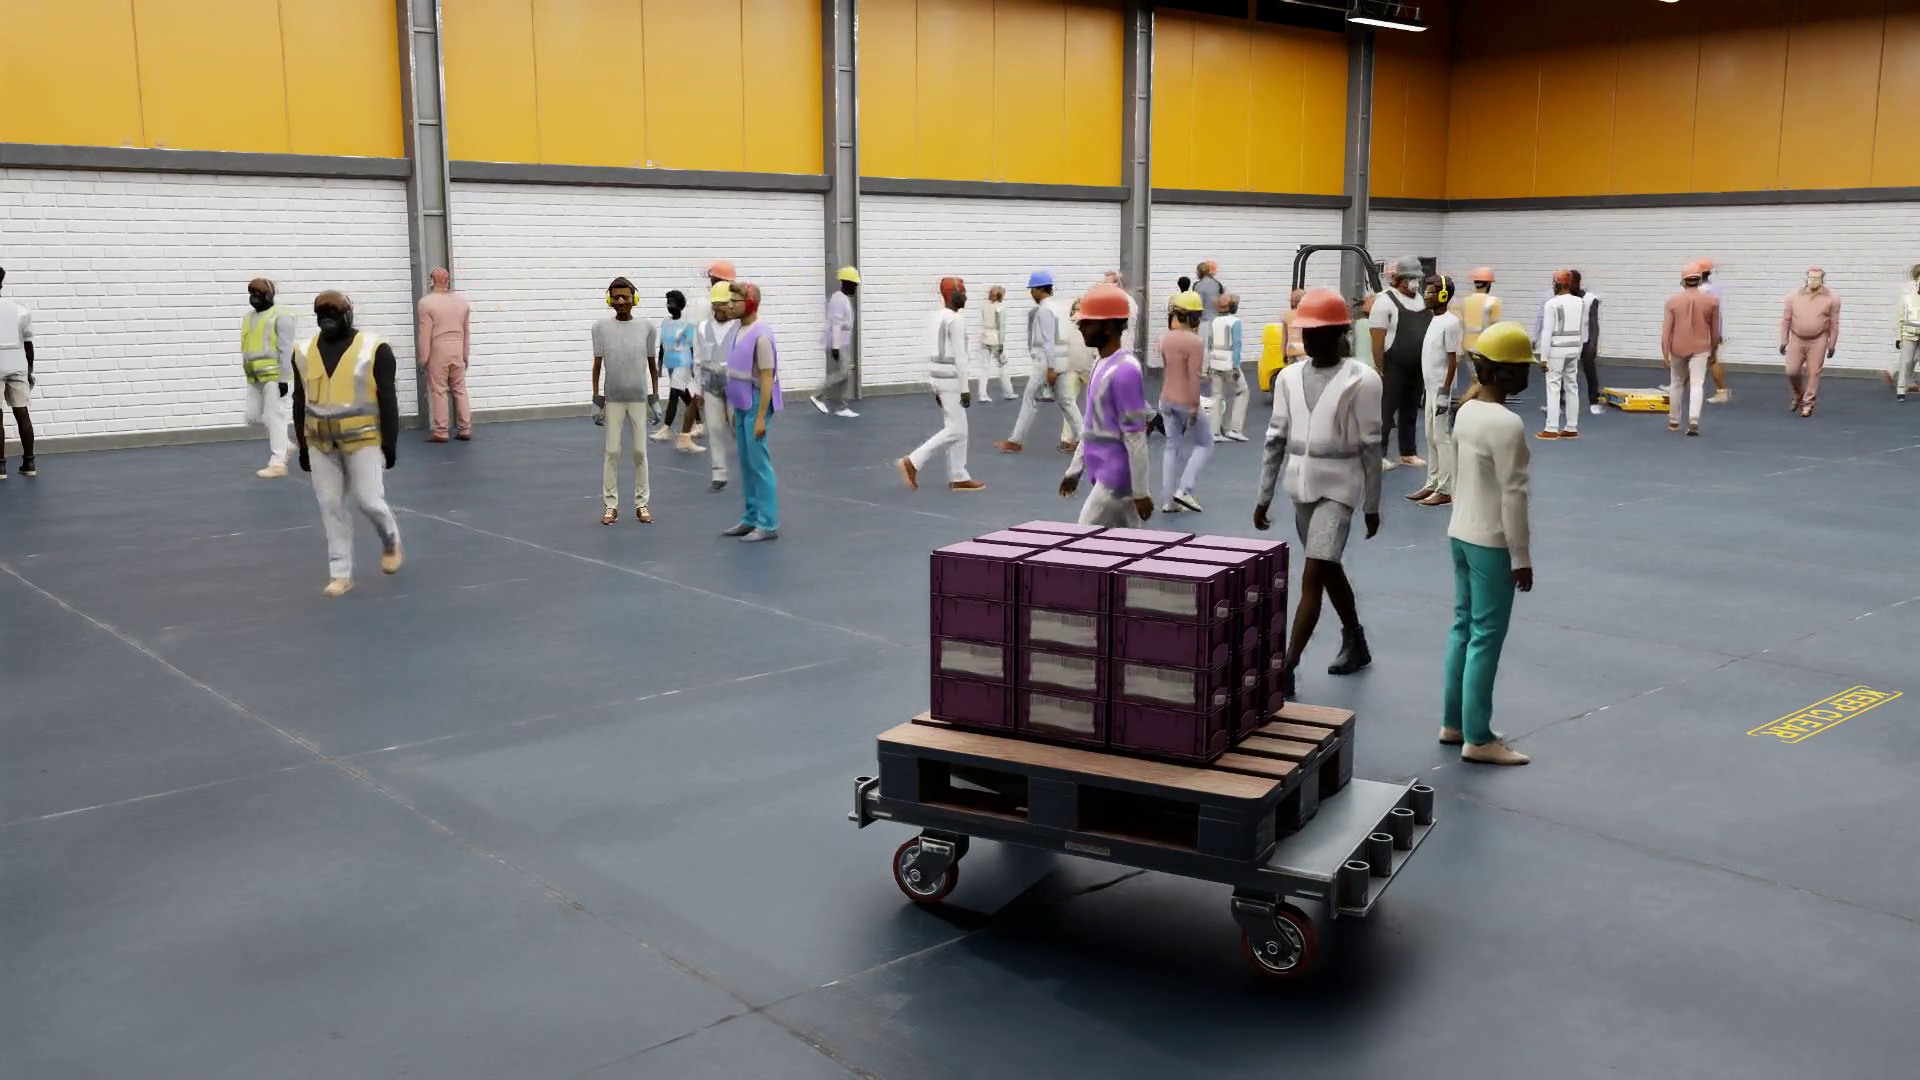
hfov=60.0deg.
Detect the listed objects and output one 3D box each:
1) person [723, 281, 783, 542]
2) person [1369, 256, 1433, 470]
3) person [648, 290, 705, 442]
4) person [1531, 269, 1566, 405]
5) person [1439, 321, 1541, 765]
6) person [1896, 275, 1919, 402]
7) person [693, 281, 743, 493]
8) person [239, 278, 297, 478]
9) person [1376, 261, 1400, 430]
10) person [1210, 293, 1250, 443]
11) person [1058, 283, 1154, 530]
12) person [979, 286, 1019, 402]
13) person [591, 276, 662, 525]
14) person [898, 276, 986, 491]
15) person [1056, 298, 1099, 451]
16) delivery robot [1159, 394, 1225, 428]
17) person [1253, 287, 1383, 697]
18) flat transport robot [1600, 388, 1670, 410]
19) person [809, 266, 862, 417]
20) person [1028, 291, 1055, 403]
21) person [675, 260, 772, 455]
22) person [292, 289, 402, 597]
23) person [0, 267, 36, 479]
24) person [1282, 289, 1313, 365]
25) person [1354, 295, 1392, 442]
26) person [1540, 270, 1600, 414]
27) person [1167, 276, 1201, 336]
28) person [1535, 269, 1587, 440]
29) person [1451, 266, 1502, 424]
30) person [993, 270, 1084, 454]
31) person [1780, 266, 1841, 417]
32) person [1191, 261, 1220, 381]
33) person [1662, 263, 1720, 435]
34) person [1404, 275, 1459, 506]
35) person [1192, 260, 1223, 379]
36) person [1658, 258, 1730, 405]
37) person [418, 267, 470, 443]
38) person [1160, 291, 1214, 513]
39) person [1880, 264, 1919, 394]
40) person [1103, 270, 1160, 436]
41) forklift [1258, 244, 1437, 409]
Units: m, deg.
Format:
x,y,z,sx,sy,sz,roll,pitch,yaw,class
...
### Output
x,y,z,sx,sy,sz,roll,pitch,yaw,class
-1.468,-0.912,11.848,0.373,1.843,0.569,-5,11,-25,person
4.249,-1.689,15.829,0.713,2.000,0.538,-5,11,-27,person
-3.118,-1.922,18.332,0.541,1.651,0.859,9,13,41,person
7.996,-2.679,22.196,0.999,1.842,0.738,-9,13,-43,person
2.129,0.014,6.664,0.312,1.768,0.533,-1,10,-5,person
13.311,-2.817,23.071,0.595,1.825,0.403,4,11,24,person
-2.002,-1.334,14.423,0.602,1.818,0.611,2,10,12,person
-6.340,-1.490,15.288,0.630,1.828,0.475,5,11,28,person
4.984,-2.228,19.184,0.592,1.980,0.628,-9,13,-42,person
2.943,-1.861,18.031,0.537,1.618,0.551,-5,11,-26,person
0.822,-0.338,8.366,0.959,1.902,0.548,0,10,-1,person
0.534,-2.725,23.150,0.507,1.602,0.780,9,13,43,person
-2.521,-1.049,12.581,0.521,1.870,0.319,-2,10,-13,person
-0.149,-1.305,14.119,0.740,1.860,0.586,-3,10,-15,person
1.293,-1.746,17.467,0.500,1.593,0.854,5,11,26,person
2.590,-1.458,18.545,0.707,0.478,0.477,0,10,0,delivery robot
1.681,-0.233,7.791,1.017,1.886,0.559,-9,13,-42,person
9.034,-1.884,22.142,0.652,0.197,1.431,1,10,8,flat transport robot
-1.530,-2.471,20.810,0.614,1.901,0.614,2,10,11,person
1.116,-2.660,22.771,0.502,1.610,0.683,9,13,41,person
-2.428,-1.820,16.779,1.086,1.967,0.618,2,10,12,person
-3.685,-0.594,10.047,0.628,1.832,0.564,1,10,3,person
-8.758,-1.543,15.187,0.367,1.966,0.607,7,12,35,person
4.213,-2.311,20.691,0.631,1.618,0.537,-7,12,-37,person
4.383,-1.841,17.984,0.638,1.612,0.509,-5,11,-26,person
7.864,-2.508,21.178,1.063,1.855,0.623,-8,13,-40,person
3.612,-3.402,26.860,0.540,1.696,0.317,1,10,8,person
6.623,-2.029,18.305,0.580,1.879,0.346,-4,11,-23,person
6.062,-2.258,19.558,0.810,1.912,0.553,-7,12,-36,person
0.900,-1.798,16.932,1.019,1.889,0.626,3,10,16,person
10.719,-2.502,21.001,0.667,1.895,0.427,6,12,33,person
4.018,-3.525,26.896,0.555,1.941,0.759,8,12,39,person
8.324,-2.176,18.960,0.613,1.957,0.987,4,10,22,person
3.868,-1.212,13.532,0.328,1.873,0.517,0,10,-1,person
4.069,-3.609,27.310,0.572,1.955,0.634,-8,13,-41,person
10.145,-2.861,22.860,0.629,1.979,1.067,-8,13,-41,person
-5.628,-2.009,18.102,0.402,1.905,0.651,7,12,35,person
1.765,-1.072,13.074,0.397,1.752,0.528,-6,12,-33,person
13.981,-3.109,24.476,0.561,1.926,0.648,3,10,19,person
1.799,-2.052,18.452,0.836,1.878,0.641,-5,11,-27,person
5.256,-2.933,22.661,2.313,2.155,1.214,3,10,16,forklift
